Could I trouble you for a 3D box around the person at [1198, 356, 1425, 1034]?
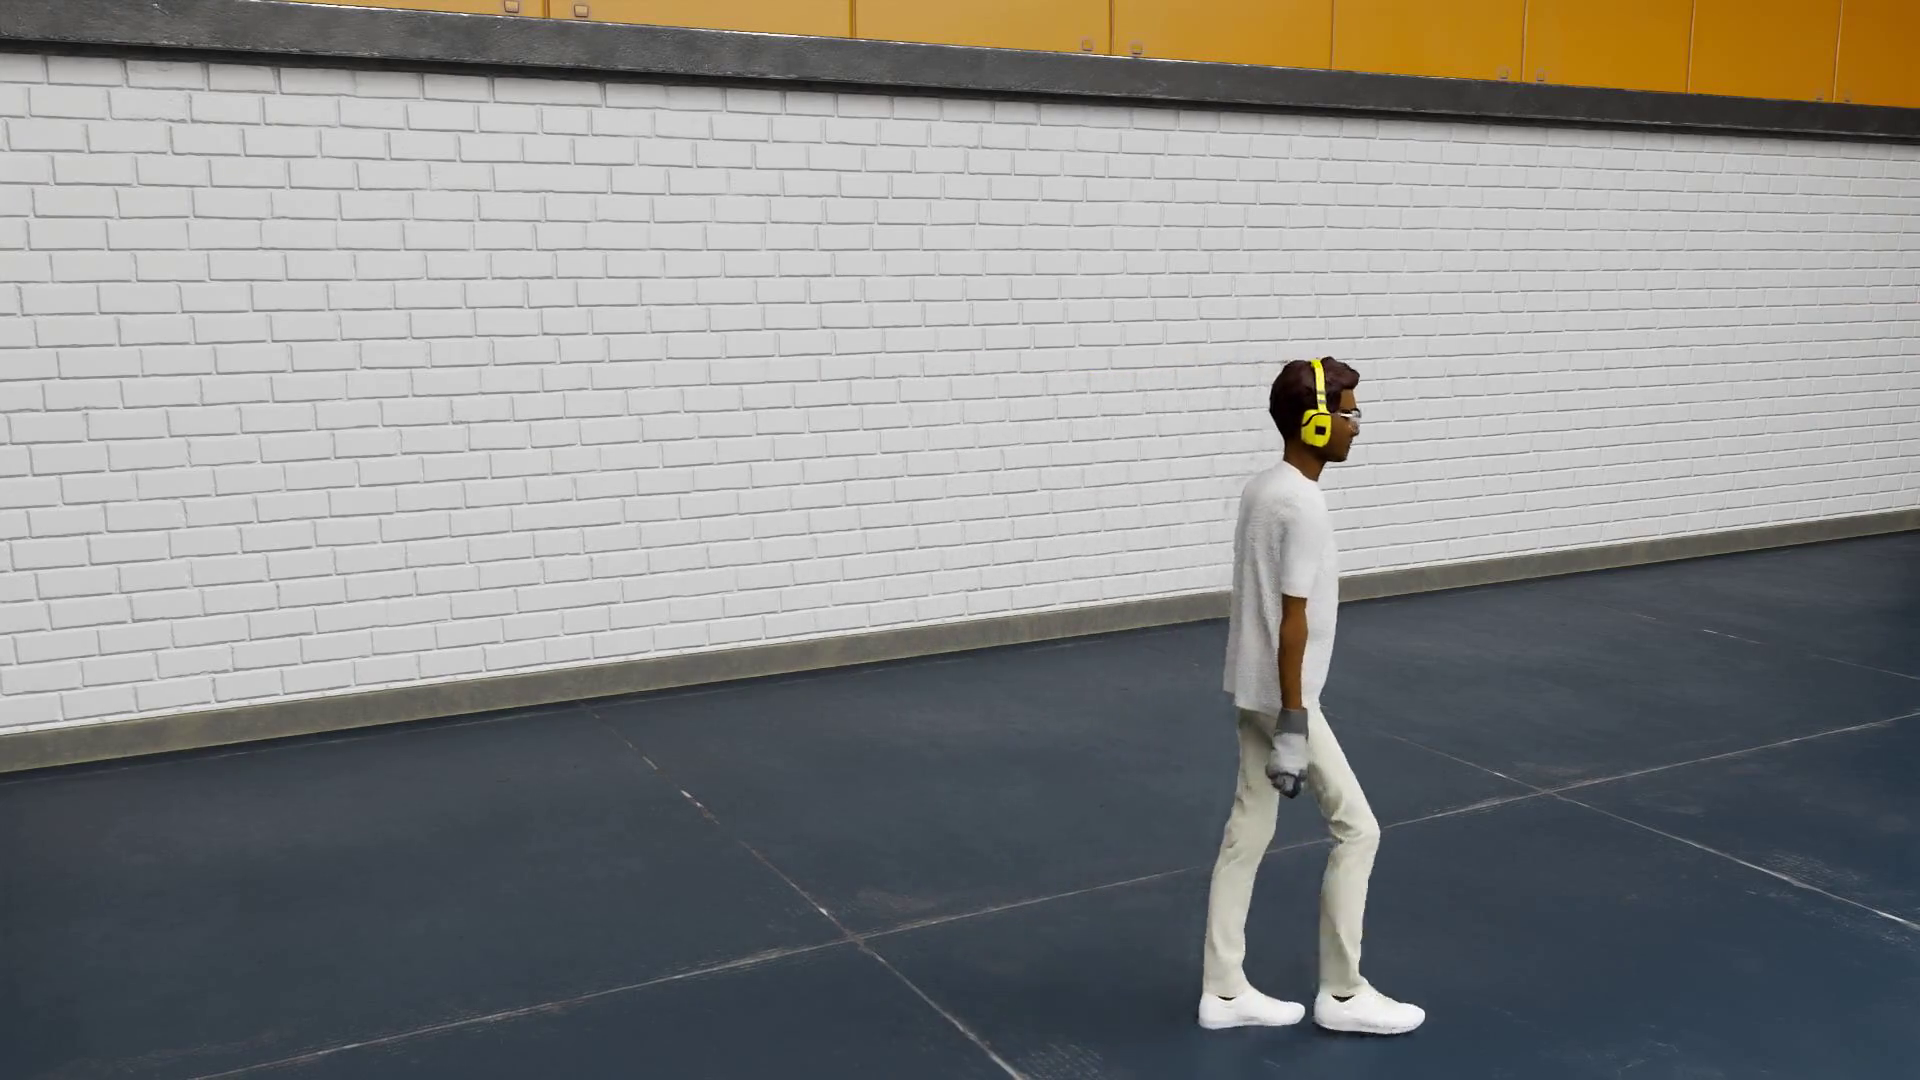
[{"bbox_3d":[0.990,0.437,4.476,0.740,1.844,0.565,-1,10,-7],"label":"person"}]
